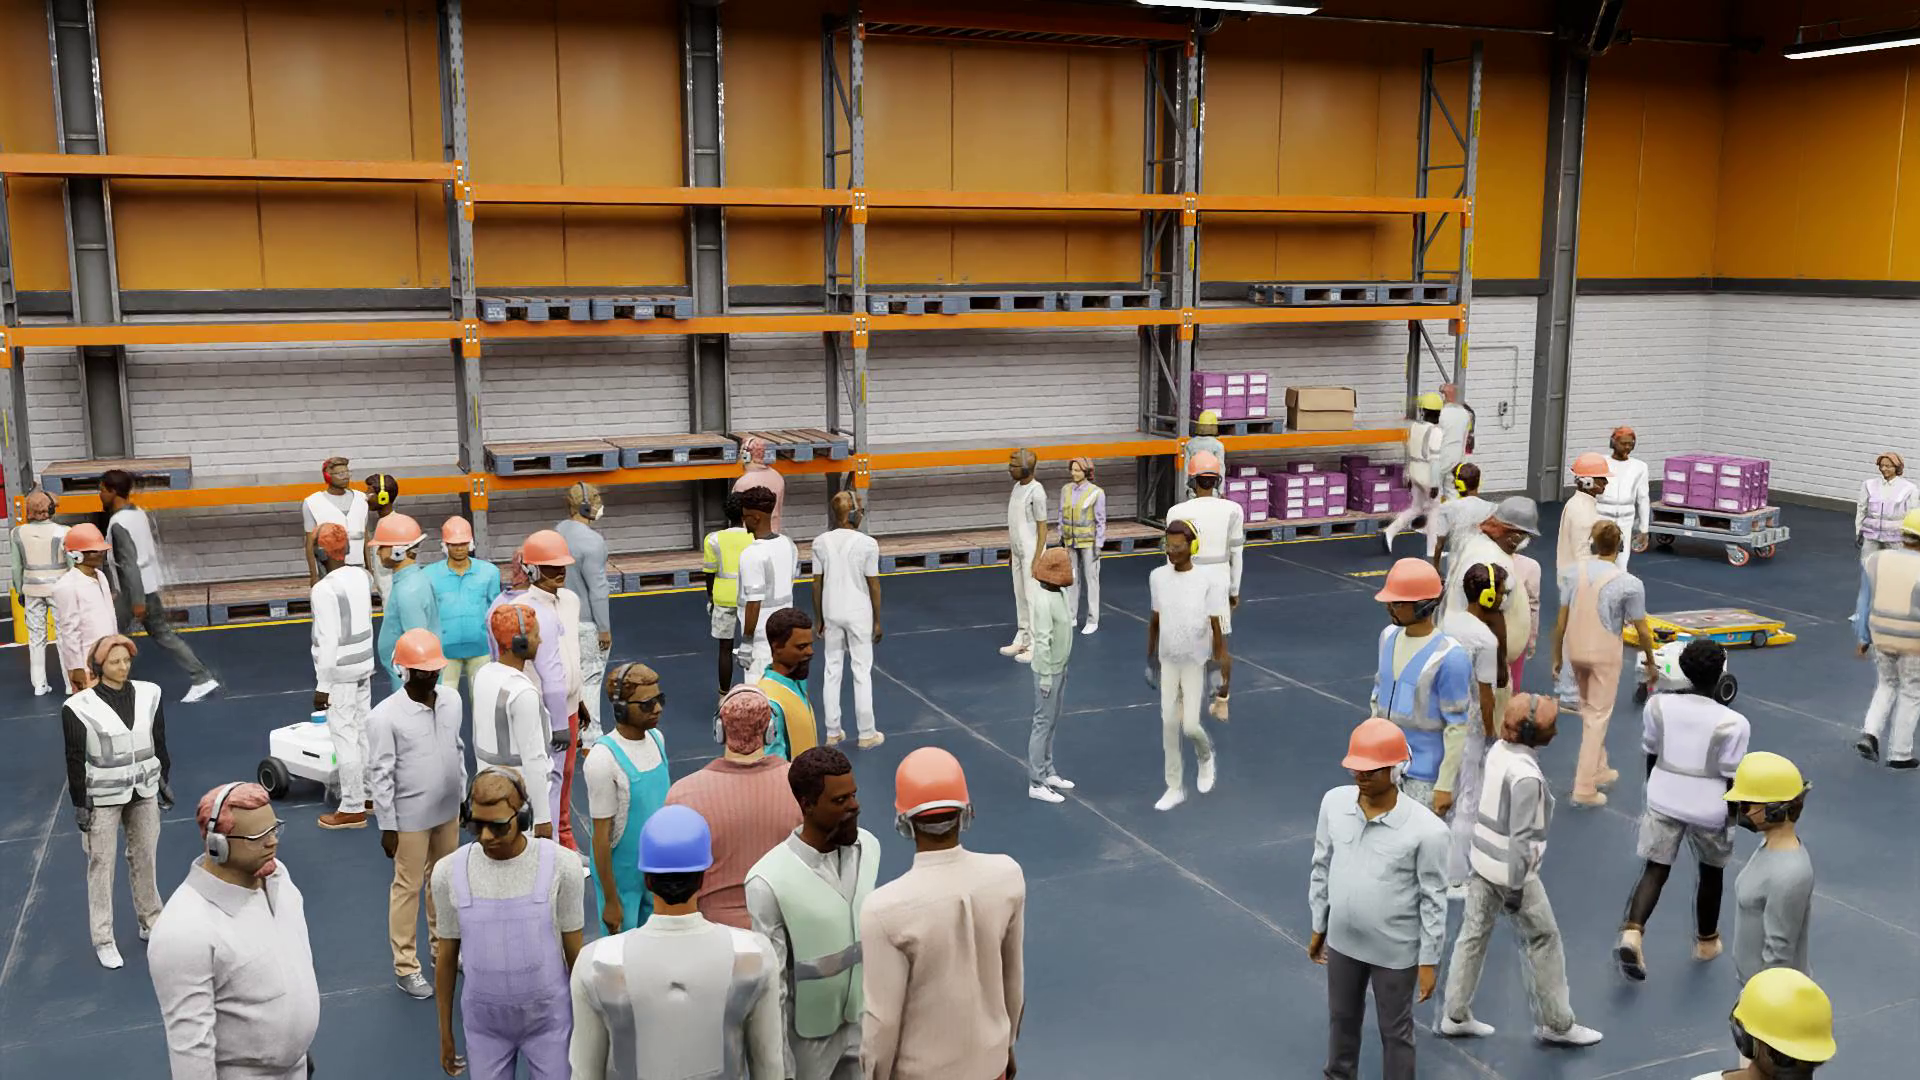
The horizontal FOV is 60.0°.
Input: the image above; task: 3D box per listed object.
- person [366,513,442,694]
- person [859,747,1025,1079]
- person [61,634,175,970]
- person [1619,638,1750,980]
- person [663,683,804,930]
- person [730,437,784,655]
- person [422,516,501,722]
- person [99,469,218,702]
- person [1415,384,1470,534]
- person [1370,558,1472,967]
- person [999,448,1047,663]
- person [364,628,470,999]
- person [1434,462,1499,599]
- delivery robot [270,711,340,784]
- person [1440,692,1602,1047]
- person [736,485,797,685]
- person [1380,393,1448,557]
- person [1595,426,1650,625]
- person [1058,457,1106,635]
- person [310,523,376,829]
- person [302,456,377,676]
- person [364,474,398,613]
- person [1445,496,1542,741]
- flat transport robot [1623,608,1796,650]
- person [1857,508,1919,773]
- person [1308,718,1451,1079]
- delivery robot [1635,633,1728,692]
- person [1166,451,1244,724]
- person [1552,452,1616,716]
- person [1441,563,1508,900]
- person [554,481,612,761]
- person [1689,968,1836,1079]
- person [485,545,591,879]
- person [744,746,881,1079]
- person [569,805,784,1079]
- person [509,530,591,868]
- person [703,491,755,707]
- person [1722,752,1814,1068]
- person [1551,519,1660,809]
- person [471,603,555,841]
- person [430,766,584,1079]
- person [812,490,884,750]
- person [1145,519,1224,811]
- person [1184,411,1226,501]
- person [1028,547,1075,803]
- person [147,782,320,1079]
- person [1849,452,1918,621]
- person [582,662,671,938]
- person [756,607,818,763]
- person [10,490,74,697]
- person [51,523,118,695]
[{"bbox_3d":[-3.230,0.830,9.762,0.390,1.992,0.624,-3,10,-15],"label":"person"},{"bbox_3d":[-0.067,1.623,5.204,0.612,1.991,0.392,-7,12,-37],"label":"person"},{"bbox_3d":[-4.154,1.271,8.237,0.307,1.643,0.514,6,12,32],"label":"person"},{"bbox_3d":[3.485,1.299,8.009,0.528,1.668,0.800,9,14,43],"label":"person"},{"bbox_3d":[-0.792,1.478,6.284,0.651,1.906,0.409,-3,10,-14],"label":"person"},{"bbox_3d":[-1.795,0.053,14.493,0.407,1.906,0.655,4,11,24],"label":"person"},{"bbox_3d":[-3.341,0.705,11.165,0.573,1.753,0.333,-4,11,-23],"label":"person"},{"bbox_3d":[-6.284,0.377,12.770,1.006,1.872,0.595,-2,10,-12],"label":"person"},{"bbox_3d":[5.946,-0.982,20.506,0.673,1.894,0.522,-6,11,-31],"label":"person"},{"bbox_3d":[2.192,1.091,8.132,0.375,2.039,0.611,-5,11,-25],"label":"person"},{"bbox_3d":[0.561,0.126,14.258,0.328,1.842,0.514,-4,11,-23],"label":"person"},{"bbox_3d":[-2.532,1.273,7.905,0.331,1.750,0.572,5,11,27],"label":"person"},{"bbox_3d":[4.067,0.312,13.178,0.632,1.854,0.384,3,10,15],"label":"person"},{"bbox_3d":[-4.091,1.345,10.671,0.707,0.478,0.477,7,12,33],"label":"delivery robot"},{"bbox_3d":[2.510,1.448,7.306,0.780,1.605,0.525,-1,10,-3],"label":"person"},{"bbox_3d":[-1.309,0.607,11.129,0.361,1.964,0.613,4,11,20],"label":"person"},{"bbox_3d":[5.245,-0.728,19.026,0.749,1.906,0.592,-3,10,-18],"label":"person"},{"bbox_3d":[6.176,-0.139,15.697,0.625,1.875,0.420,1,10,5],"label":"person"},{"bbox_3d":[1.113,0.044,15.309,0.512,1.642,0.311,9,13,42],"label":"person"},{"bbox_3d":[-3.758,0.819,10.145,0.339,1.883,0.584,1,10,7],"label":"person"},{"bbox_3d":[-5.083,0.231,13.632,0.384,1.848,0.569,8,13,38],"label":"person"},{"bbox_3d":[-4.259,0.432,12.419,0.313,1.869,0.538,-4,11,-23],"label":"person"},{"bbox_3d":[3.427,0.654,10.646,0.818,2.000,0.747,3,10,16],"label":"person"},{"bbox_3d":[6.671,0.800,14.901,1.431,0.197,0.652,-3,10,-17],"label":"flat transport robot"},{"bbox_3d":[6.348,0.677,11.150,0.421,1.814,0.610,-5,11,-29],"label":"person"},{"bbox_3d":[1.582,1.533,6.406,0.563,1.753,0.335,10,14,44],"label":"person"},{"bbox_3d":[5.578,0.963,12.858,0.707,0.478,0.477,-6,11,-27],"label":"delivery robot"},{"bbox_3d":[1.790,0.357,12.348,0.611,2.042,0.395,-3,10,-16],"label":"person"},{"bbox_3d":[4.737,0.325,12.672,0.379,1.996,0.610,3,10,14],"label":"person"},{"bbox_3d":[2.763,1.034,9.003,0.346,1.857,0.523,-2,10,-11],"label":"person"},{"bbox_3d":[-2.593,0.557,11.497,0.357,1.938,0.638,-8,13,-39],"label":"person"},{"bbox_3d":[2.005,1.910,4.213,0.531,1.762,0.331,0,10,1],"label":"person"},{"bbox_3d":[-2.351,0.961,9.273,0.410,1.905,0.641,-9,13,-43],"label":"person"},{"bbox_3d":[-0.460,1.608,5.492,0.392,1.922,0.593,6,12,32],"label":"person"},{"bbox_3d":[-0.812,1.720,4.826,0.617,1.933,0.419,-3,10,-15],"label":"person"},{"bbox_3d":[-2.267,0.927,9.207,0.381,1.994,0.617,4,11,21],"label":"person"},{"bbox_3d":[-1.683,0.470,12.695,0.541,1.696,0.315,0,10,-2],"label":"person"},{"bbox_3d":[2.855,1.615,5.938,0.342,1.756,0.532,4,11,20],"label":"person"},{"bbox_3d":[4.089,0.775,10.563,0.728,1.817,0.549,-8,12,-37],"label":"person"},{"bbox_3d":[-2.078,1.222,7.821,0.341,1.883,0.586,-8,13,-38],"label":"person"},{"bbox_3d":[-1.500,1.636,5.596,0.518,1.835,0.357,-1,10,-4],"label":"person"},{"bbox_3d":[-0.791,0.567,11.722,0.505,1.842,0.349,3,10,18],"label":"person"},{"bbox_3d":[1.426,0.771,10.484,0.540,1.859,0.471,6,12,33],"label":"person"},{"bbox_3d":[2.738,-0.573,18.577,0.492,1.740,0.324,7,12,34],"label":"person"},{"bbox_3d":[0.600,0.848,10.690,0.270,1.635,0.507,3,10,17],"label":"person"},{"bbox_3d":[-2.190,1.671,5.174,0.401,1.906,0.650,1,10,4],"label":"person"},{"bbox_3d":[8.686,-0.011,15.633,0.310,1.638,0.522,-9,13,-41],"label":"person"},{"bbox_3d":[-1.344,1.405,6.882,0.350,1.847,0.506,3,10,19],"label":"person"},{"bbox_3d":[-0.805,1.247,7.584,0.392,1.919,0.588,0,10,-1],"label":"person"},{"bbox_3d":[-7.177,0.428,13.106,0.523,1.638,0.310,0,10,-3],"label":"person"},{"bbox_3d":[-5.661,0.756,10.877,0.327,1.753,0.563,-1,10,-4],"label":"person"}]
